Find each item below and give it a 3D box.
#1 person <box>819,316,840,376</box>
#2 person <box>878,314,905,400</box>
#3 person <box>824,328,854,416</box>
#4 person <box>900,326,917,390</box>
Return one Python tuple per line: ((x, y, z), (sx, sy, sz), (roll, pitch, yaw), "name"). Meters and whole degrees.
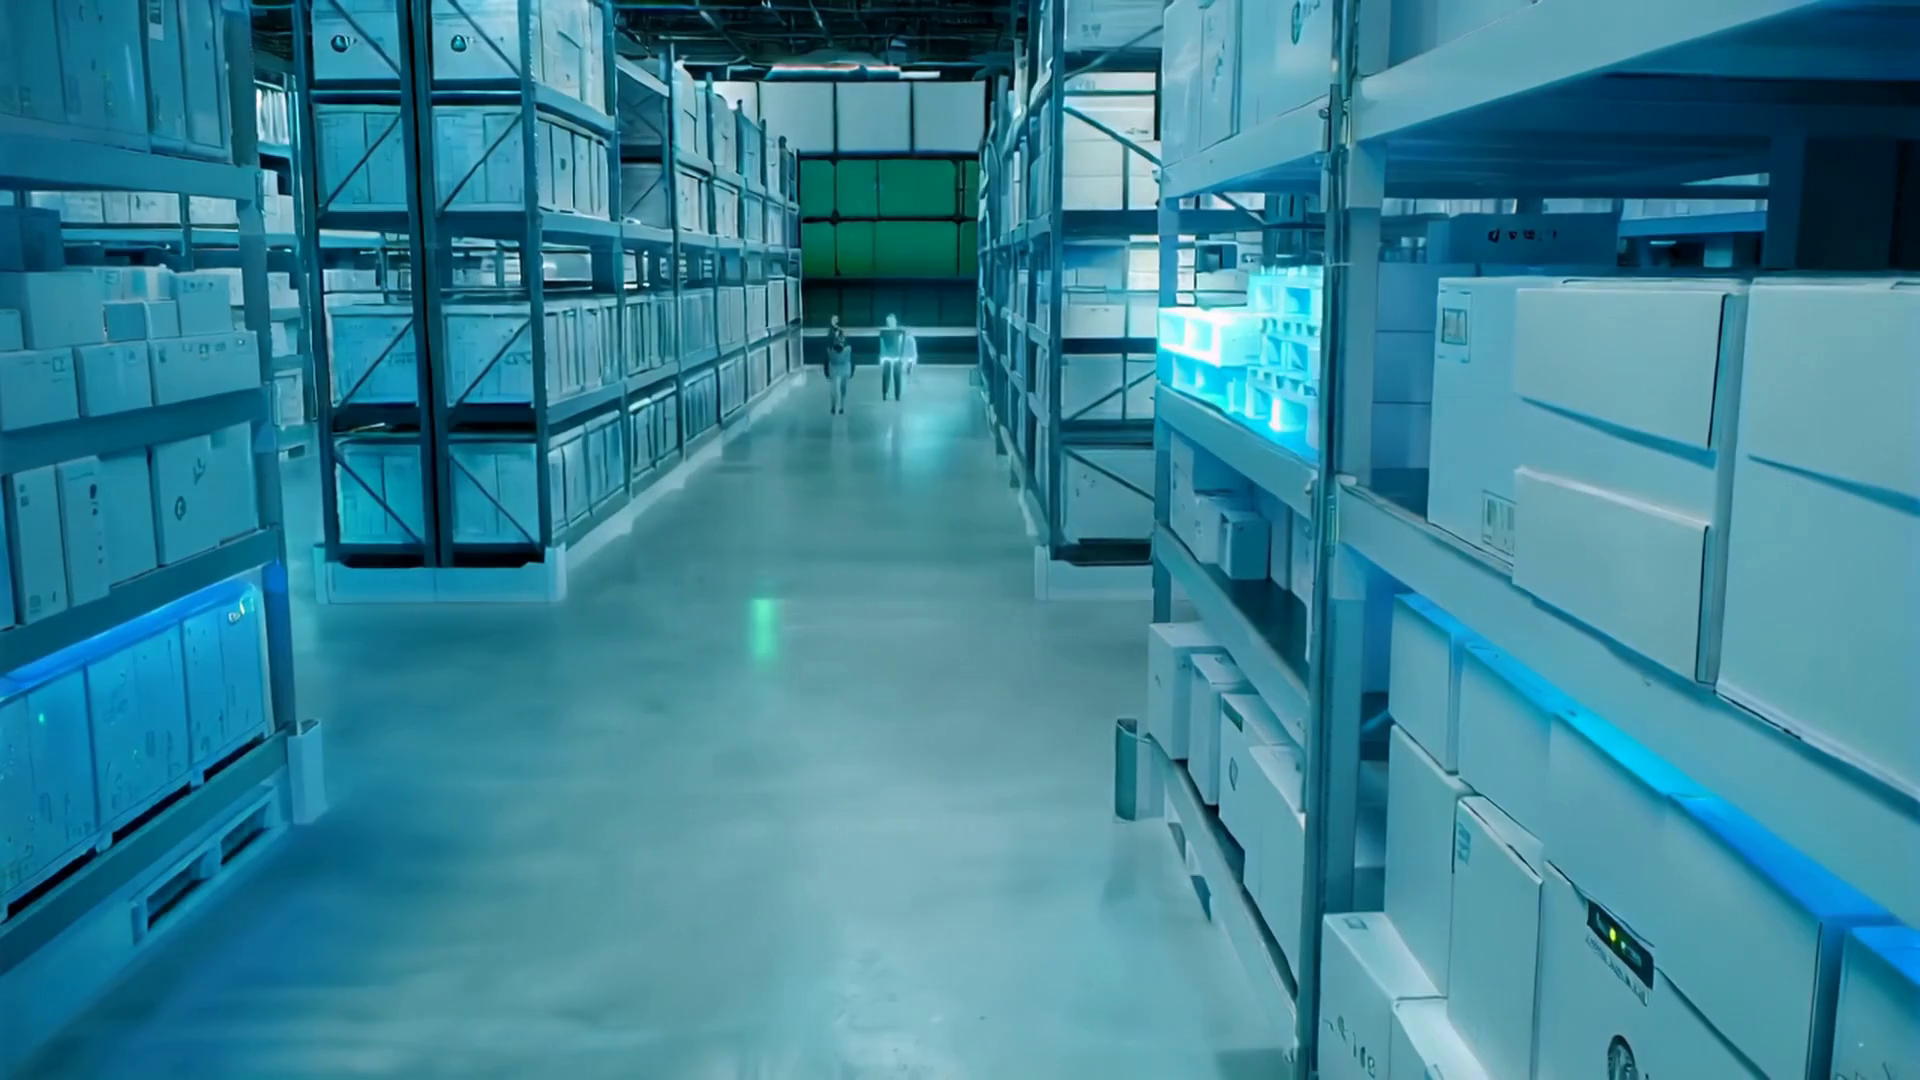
((-3.622, -5.510, 47.200), (0.835, 1.718, 0.572), (-3, 10, -20), "person")
((-1.582, -4.221, 38.446), (0.609, 1.995, 0.376), (0, 9, -1), "person")
((-2.502, -3.476, 34.415), (0.618, 1.817, 0.499), (-1, 9, -4), "person")
((-1.355, -4.562, 41.757), (0.531, 1.594, 0.884), (6, 11, 33), "person")
